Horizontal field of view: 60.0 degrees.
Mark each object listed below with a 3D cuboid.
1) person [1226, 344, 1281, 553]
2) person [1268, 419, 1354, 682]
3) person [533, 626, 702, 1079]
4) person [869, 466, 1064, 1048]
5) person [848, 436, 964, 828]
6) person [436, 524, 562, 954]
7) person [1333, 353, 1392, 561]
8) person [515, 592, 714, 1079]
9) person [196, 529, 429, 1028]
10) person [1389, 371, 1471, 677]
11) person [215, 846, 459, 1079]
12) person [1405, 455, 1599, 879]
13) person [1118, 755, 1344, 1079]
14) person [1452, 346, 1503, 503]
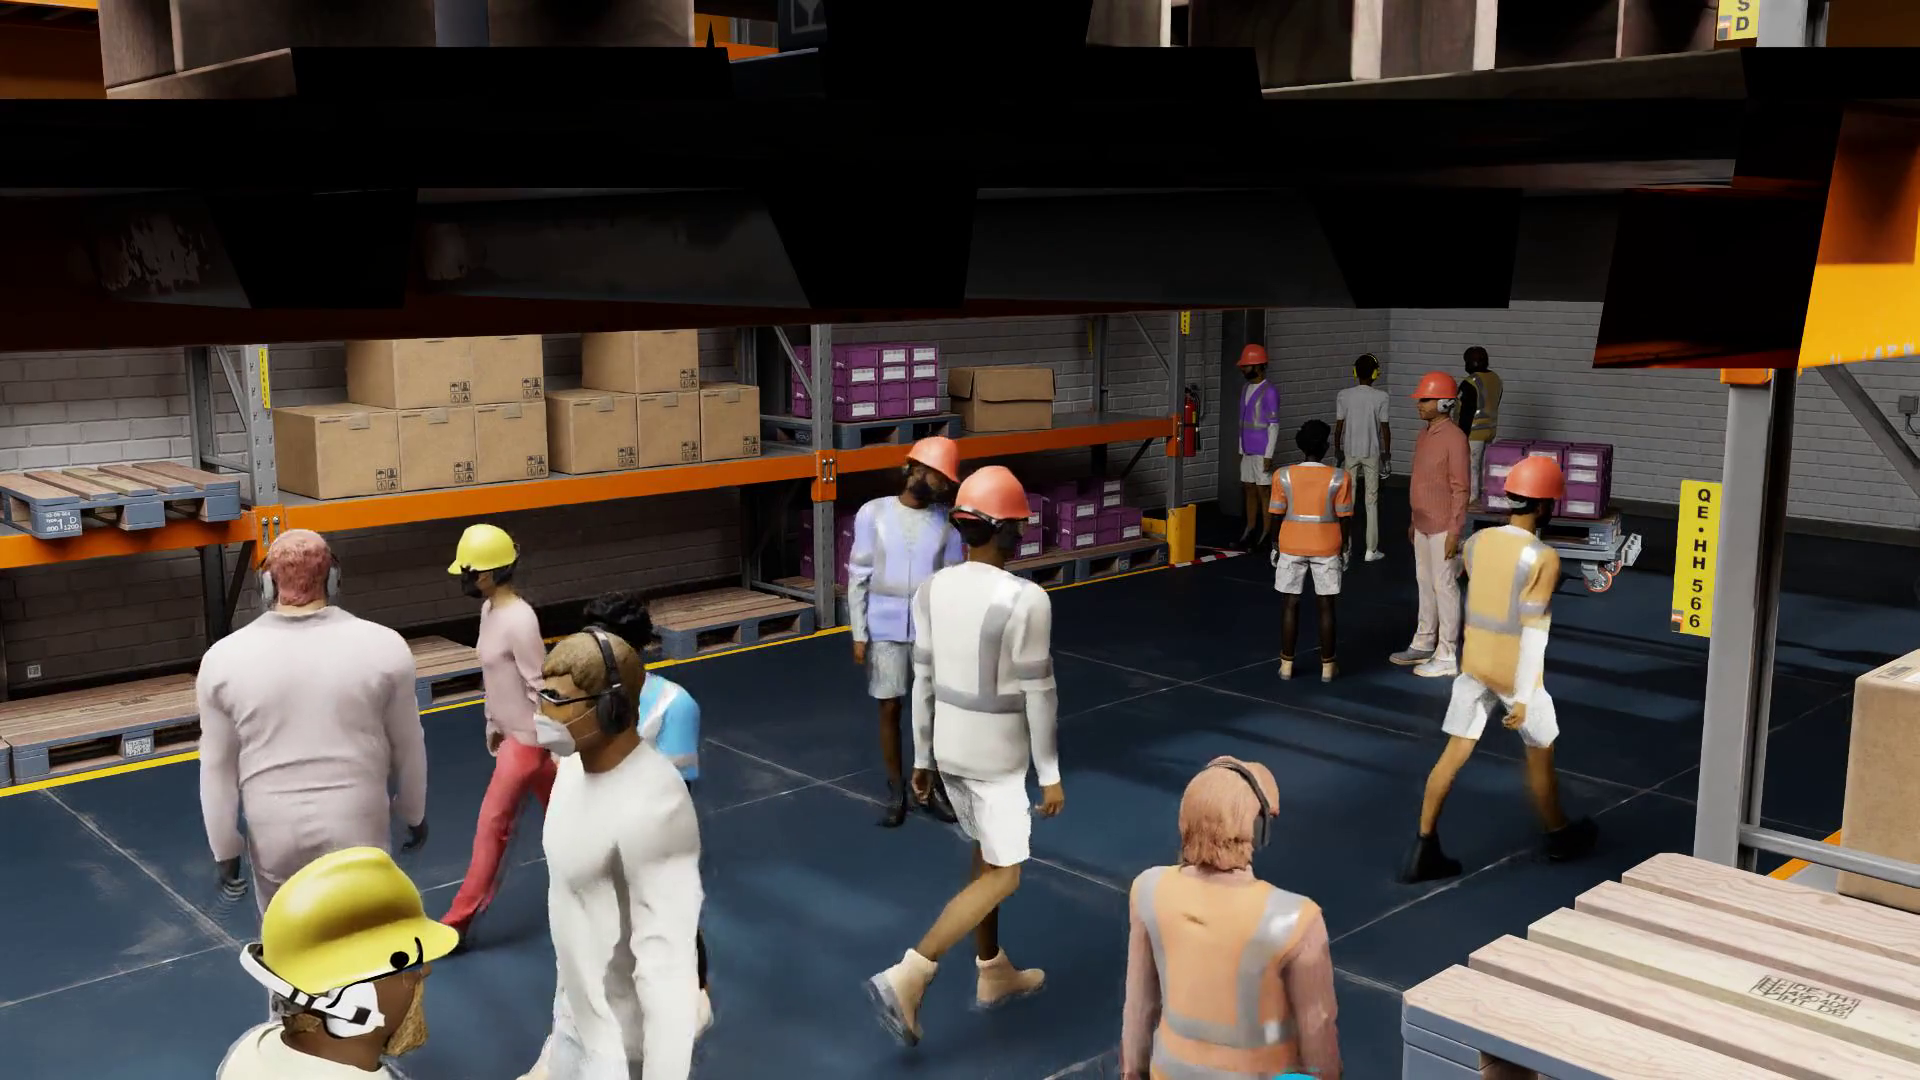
[{"bbox_3d":[2.725,-0.841,15.378,0.376,1.934,0.546,-4,10,-20],"label":"person"},{"bbox_3d":[2.257,0.070,10.728,0.537,1.697,0.320,3,10,16],"label":"person"},{"bbox_3d":[-0.745,1.131,3.858,0.578,1.922,0.635,-5,11,-27],"label":"person"},{"bbox_3d":[0.005,0.756,5.793,0.822,2.019,0.605,-8,12,-39],"label":"person"},{"bbox_3d":[-0.255,0.448,8.007,0.584,1.891,0.347,-2,10,-12],"label":"person"},{"bbox_3d":[-1.768,0.767,6.639,0.954,1.700,0.550,-5,11,-26],"label":"person"},{"bbox_3d":[3.628,-0.738,14.988,0.533,1.860,0.315,5,11,27],"label":"person"},{"bbox_3d":[-1.111,0.989,5.489,0.542,1.639,0.887,3,10,19],"label":"person"},{"bbox_3d":[-2.043,0.898,5.330,0.653,1.884,0.629,-2,10,-14],"label":"person"},{"bbox_3d":[3.105,-0.106,10.894,0.389,1.996,0.612,-2,10,-9],"label":"person"},{"bbox_3d":[-0.954,1.380,2.669,0.404,1.832,0.592,-8,13,-40],"label":"person"},{"bbox_3d":[2.414,0.565,7.321,1.046,1.878,0.550,-5,11,-29],"label":"person"},{"bbox_3d":[0.579,1.297,3.823,0.511,1.601,0.815,9,13,43],"label":"person"},{"bbox_3d":[5.177,-1.030,16.769,0.623,1.839,0.429,-9,13,-43],"label":"person"}]
